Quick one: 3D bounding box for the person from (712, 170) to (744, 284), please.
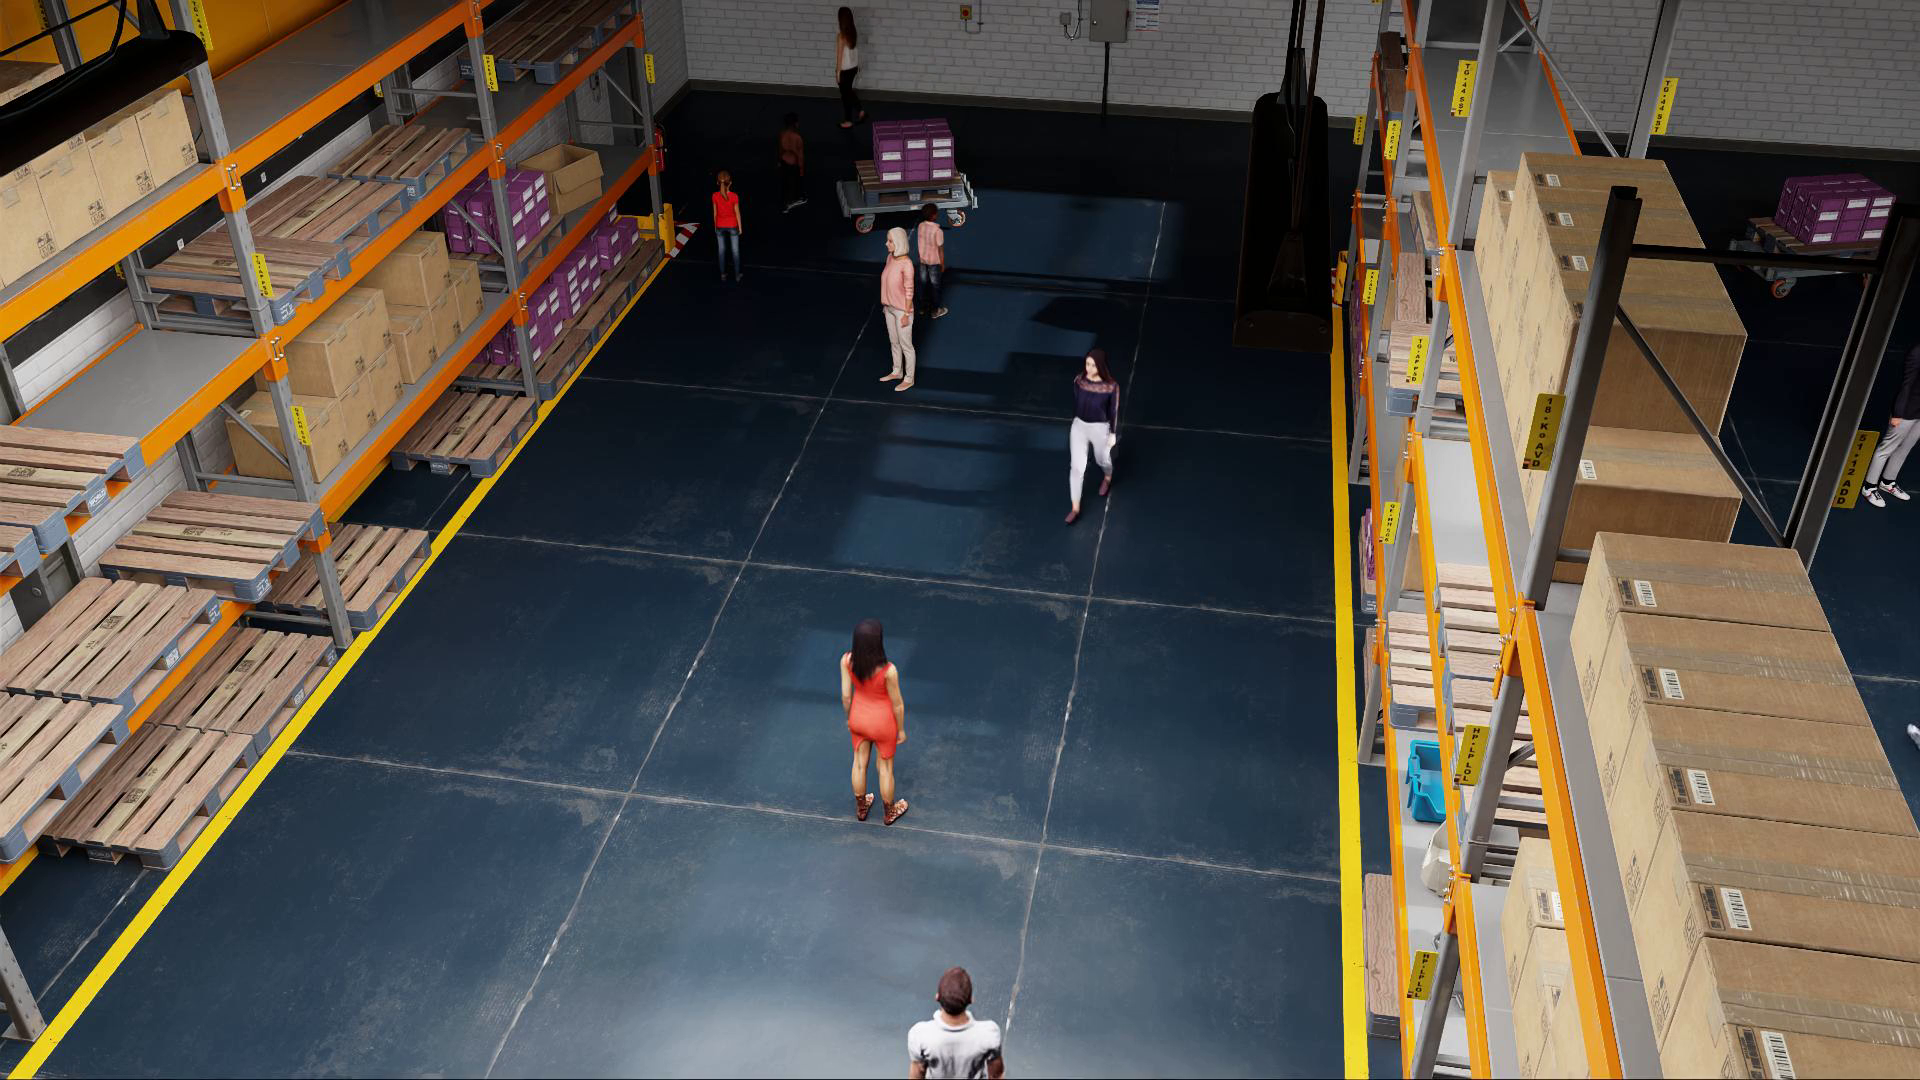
[{"bbox_3d":[-2.654,-3.563,18.920,0.491,1.307,0.511,1,34,1],"label":"person"}]

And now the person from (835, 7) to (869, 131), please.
[{"bbox_3d":[-1.481,-6.478,22.937,0.769,1.717,0.727,17,37,24],"label":"person"}]

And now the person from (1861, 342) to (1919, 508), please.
[{"bbox_3d":[8.512,-1.229,14.828,0.800,1.950,0.797,-12,36,-18],"label":"person"}]

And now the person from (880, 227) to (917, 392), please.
[{"bbox_3d":[-0.609,-2.335,16.695,0.732,1.725,0.675,-22,39,-29],"label":"person"}]

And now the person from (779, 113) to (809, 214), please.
[{"bbox_3d":[-2.117,-4.657,20.638,0.710,1.228,0.790,14,36,20],"label":"person"}]

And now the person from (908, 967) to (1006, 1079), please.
[{"bbox_3d":[-0.017,2.933,8.656,0.700,1.850,0.630,-2,34,-2],"label":"person"}]

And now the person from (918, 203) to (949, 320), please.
[{"bbox_3d":[-0.331,-3.066,18.172,0.565,1.307,0.590,25,41,32],"label":"person"}]

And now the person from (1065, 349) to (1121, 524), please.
[{"bbox_3d":[1.210,-0.973,14.781,0.819,1.576,1.128,16,37,23],"label":"person"}]

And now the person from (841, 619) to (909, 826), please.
[{"bbox_3d":[-0.592,1.242,11.319,0.613,1.719,0.570,11,35,16],"label":"person"}]
